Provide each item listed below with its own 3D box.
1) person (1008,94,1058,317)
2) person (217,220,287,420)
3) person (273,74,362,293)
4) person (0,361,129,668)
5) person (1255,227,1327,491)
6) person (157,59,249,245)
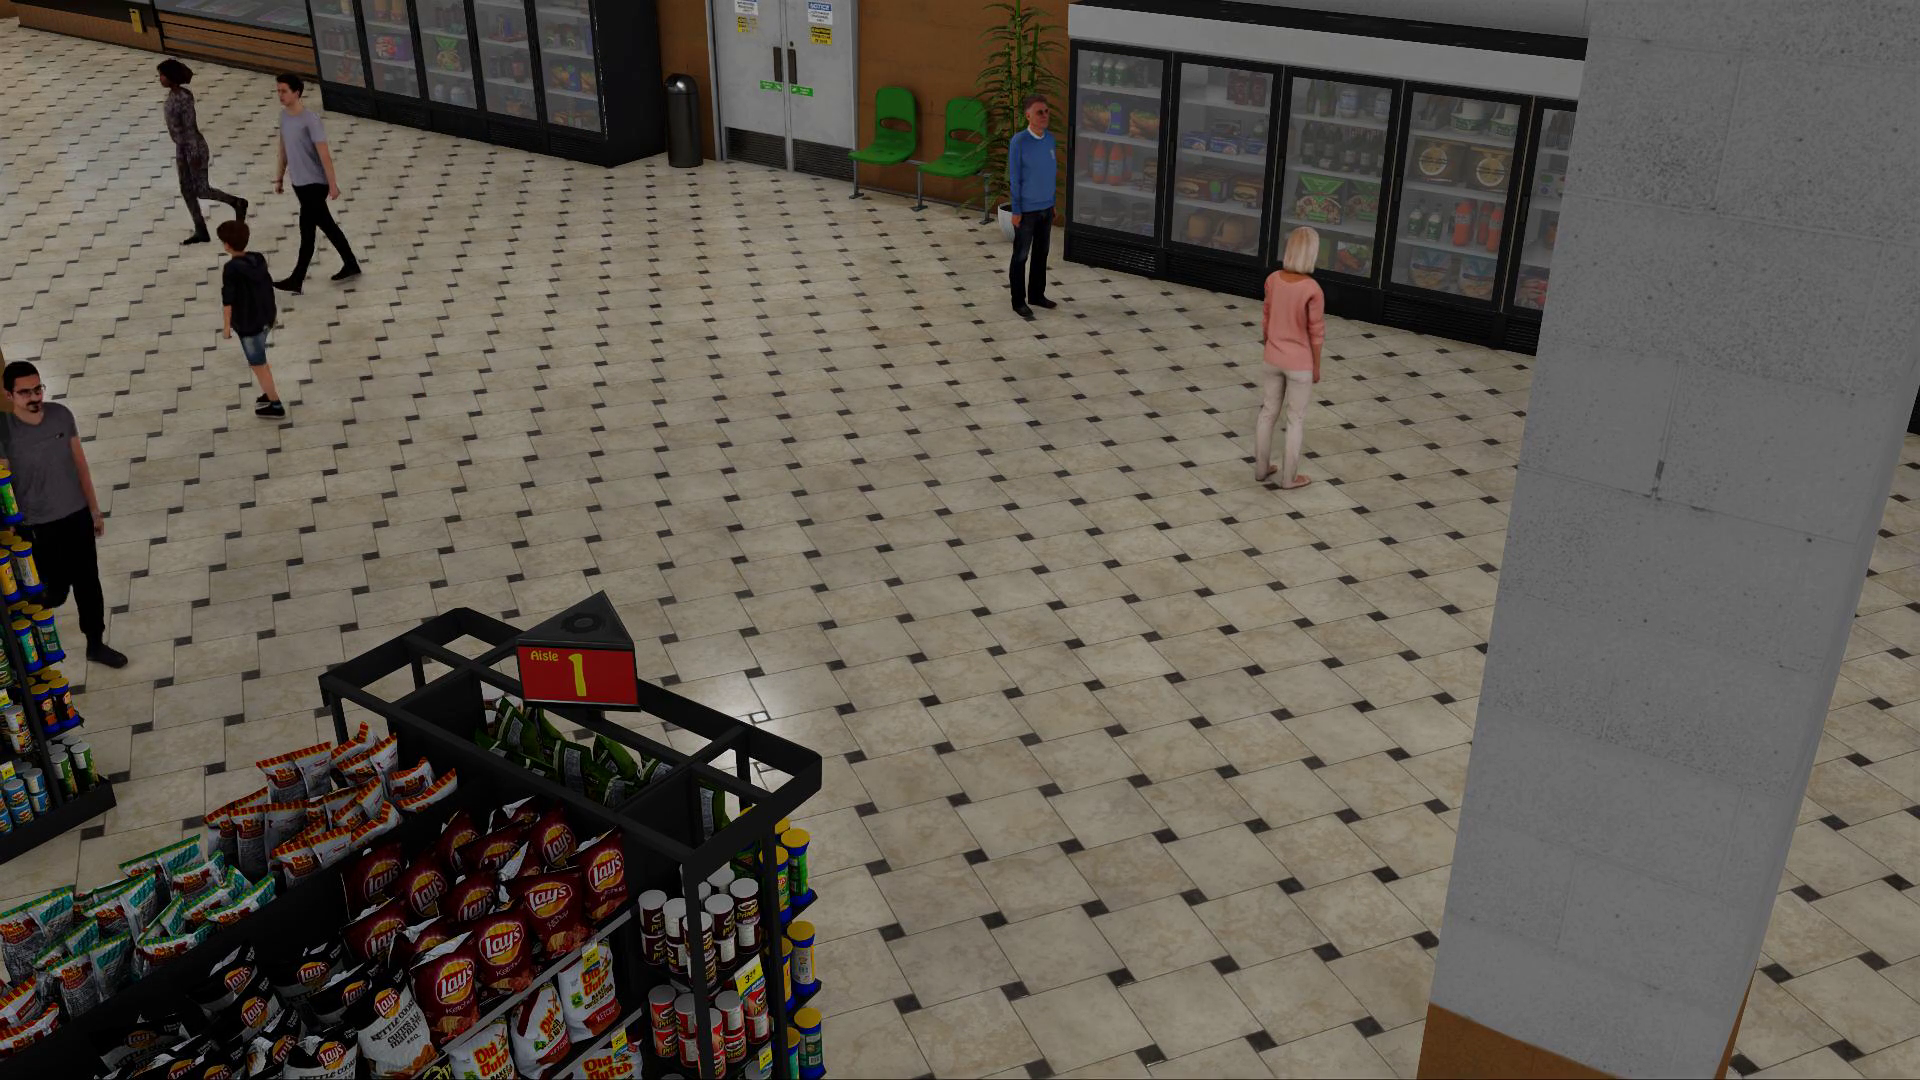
[{"bbox_3d":[0.605,-2.803,13.838,0.590,1.820,0.761,-22,34,-36],"label":"person"},{"bbox_3d":[-4.959,-1.540,11.770,0.679,1.437,0.606,7,28,14],"label":"person"},{"bbox_3d":[-5.538,-3.081,14.383,0.714,1.823,1.144,19,32,32],"label":"person"},{"bbox_3d":[-4.770,-0.131,8.660,0.706,1.737,0.758,16,31,29],"label":"person"},{"bbox_3d":[2.123,-1.174,10.731,0.633,1.724,0.565,23,35,38],"label":"person"},{"bbox_3d":[-7.134,-3.643,15.625,0.641,1.701,0.926,23,35,37],"label":"person"}]
